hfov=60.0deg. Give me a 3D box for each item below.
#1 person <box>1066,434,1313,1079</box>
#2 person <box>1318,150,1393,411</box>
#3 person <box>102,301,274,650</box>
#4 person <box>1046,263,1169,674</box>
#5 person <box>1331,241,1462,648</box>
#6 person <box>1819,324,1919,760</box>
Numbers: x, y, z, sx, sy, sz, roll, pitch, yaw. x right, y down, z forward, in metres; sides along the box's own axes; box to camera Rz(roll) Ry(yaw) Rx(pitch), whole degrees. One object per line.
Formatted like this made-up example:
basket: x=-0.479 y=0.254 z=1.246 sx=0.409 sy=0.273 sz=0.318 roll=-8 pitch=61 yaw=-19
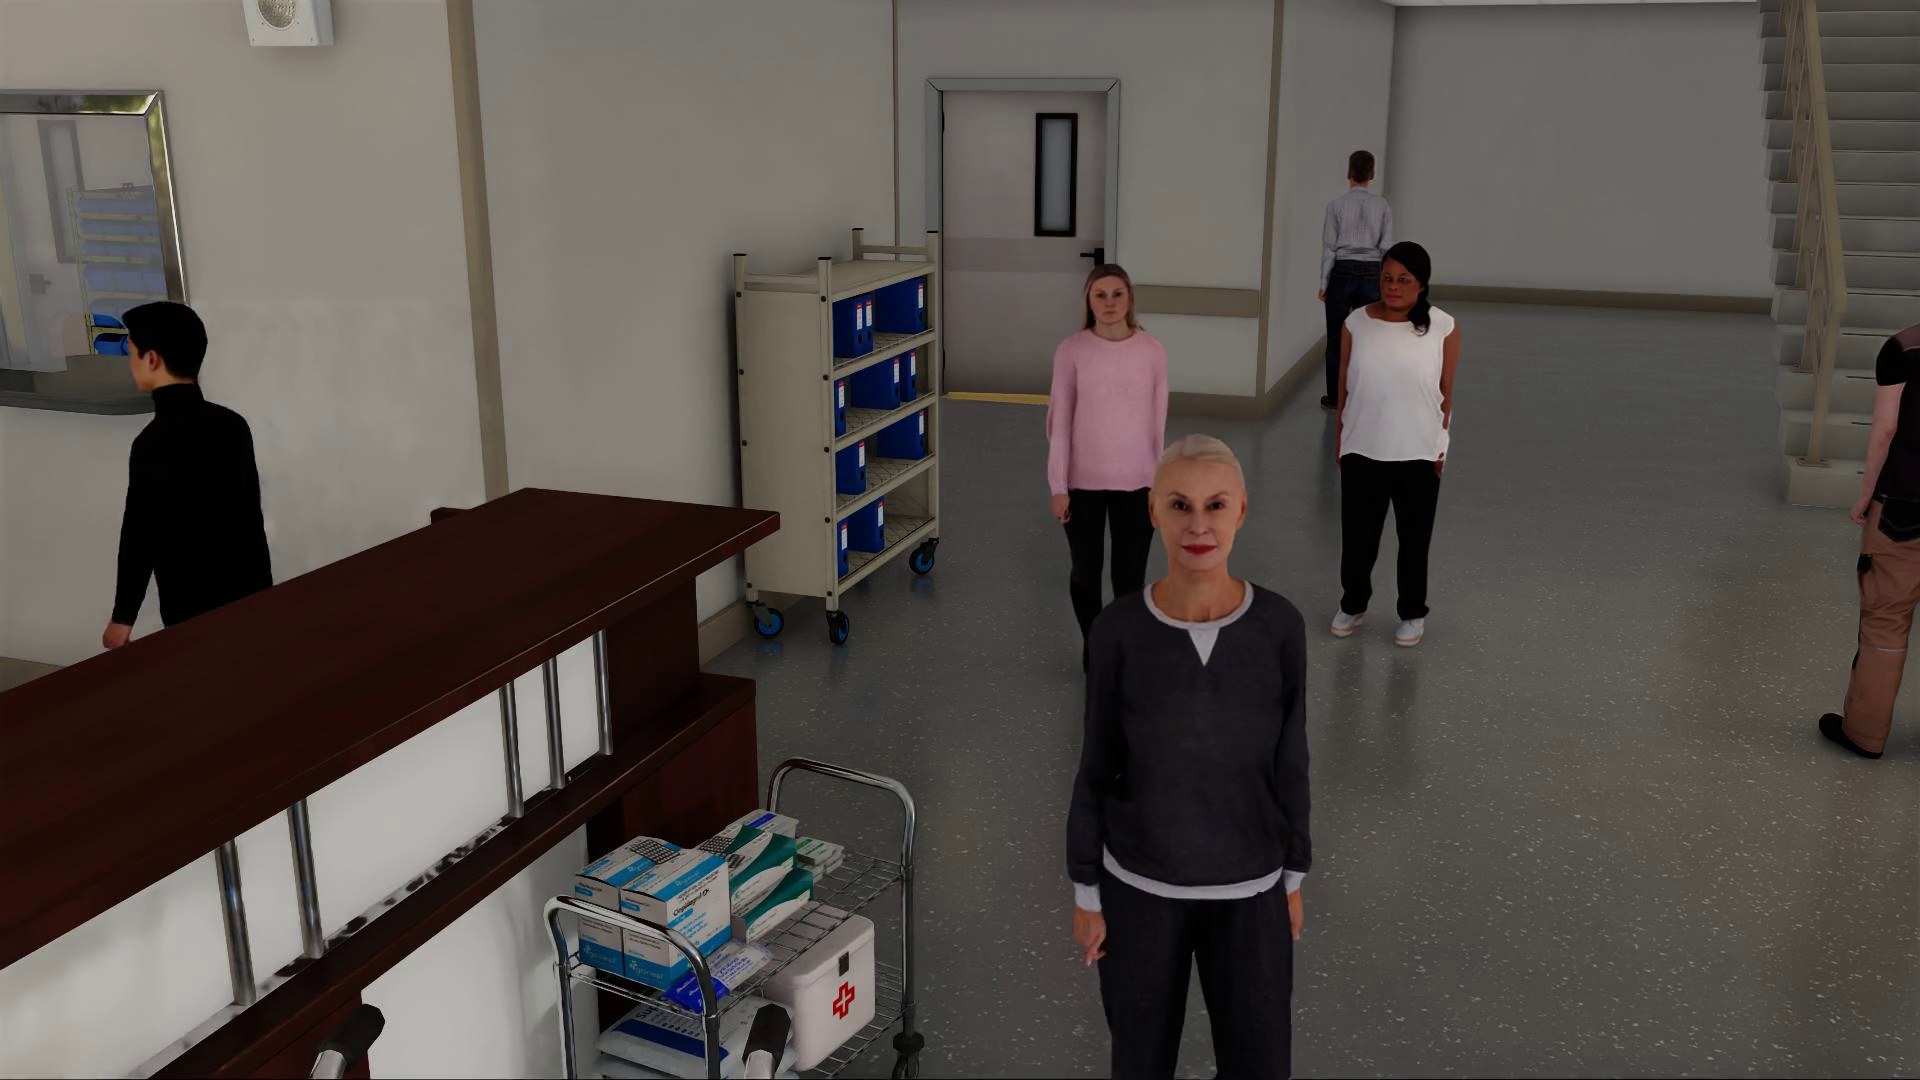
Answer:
person: x=0.446 y=0.621 z=3.271 sx=0.719 sy=1.715 sz=0.722 roll=0 pitch=16 yaw=1
person: x=2.798 y=-1.848 z=11.839 sx=0.722 sy=1.818 sz=0.675 roll=0 pitch=16 yaw=1
person: x=-2.128 y=0.181 z=4.875 sx=0.926 sy=1.691 sz=1.039 roll=0 pitch=16 yaw=0
person: x=0.540 y=-0.200 z=6.331 sx=0.871 sy=1.634 sz=1.194 roll=0 pitch=16 yaw=0
person: x=1.816 y=-0.403 z=6.956 sx=0.668 sy=1.686 sz=0.632 roll=8 pitch=17 yaw=25
person: x=3.364 y=-0.140 z=5.739 sx=0.748 sy=1.840 sz=0.699 roll=1 pitch=16 yaw=3
